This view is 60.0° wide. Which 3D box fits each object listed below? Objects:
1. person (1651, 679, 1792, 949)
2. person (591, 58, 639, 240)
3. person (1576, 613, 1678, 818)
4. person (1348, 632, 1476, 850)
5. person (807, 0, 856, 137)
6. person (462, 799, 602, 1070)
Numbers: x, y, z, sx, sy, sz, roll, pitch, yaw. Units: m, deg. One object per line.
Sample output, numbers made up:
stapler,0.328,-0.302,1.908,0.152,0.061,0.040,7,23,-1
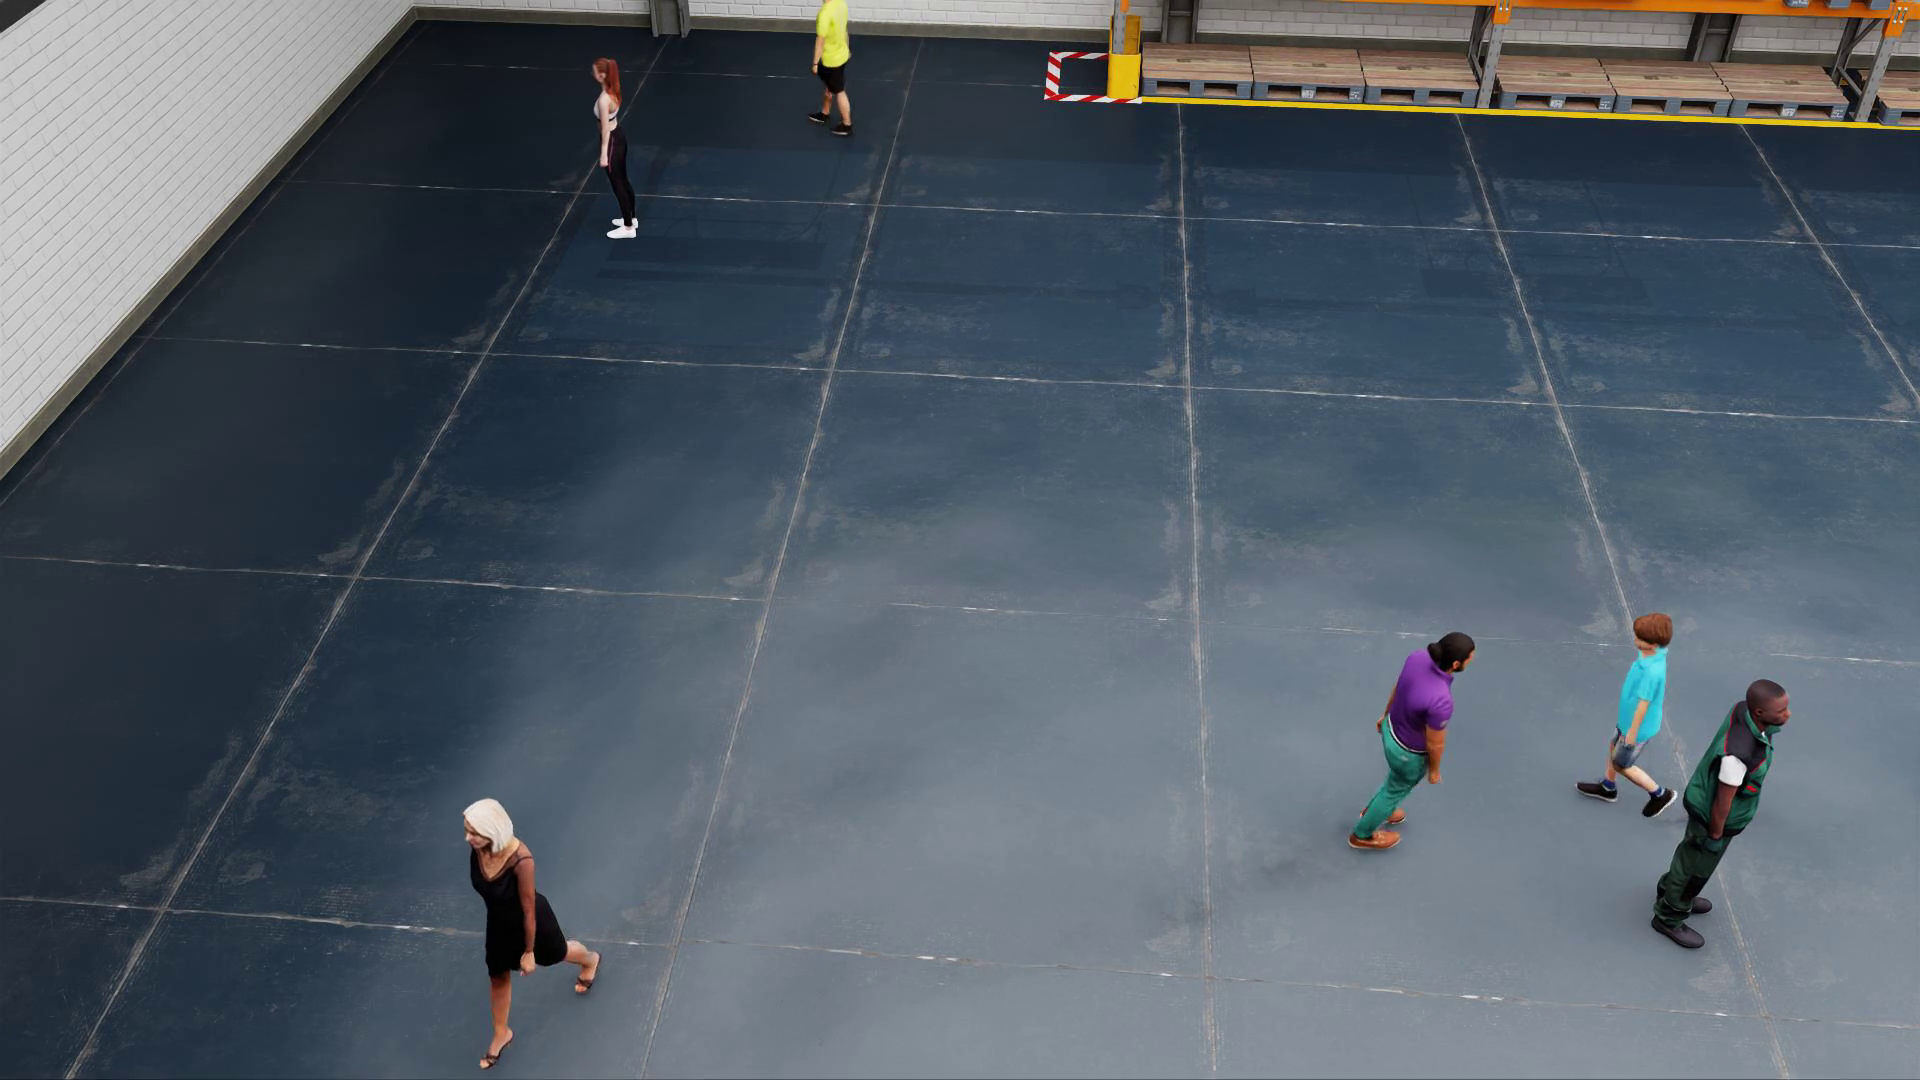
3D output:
person,4.096,1.441,8.972,0.750,1.839,0.774,19,42,22
person,-3.200,-3.638,15.411,0.514,1.740,0.579,2,39,3
person,4.062,1.053,9.782,0.833,1.433,0.684,10,40,13
person,2.445,1.163,9.401,0.693,1.737,0.717,-6,39,-8
person,-1.226,-4.988,17.139,0.910,1.693,0.782,13,40,16
person,-2.170,1.905,8.498,1.090,1.705,0.988,22,44,25
